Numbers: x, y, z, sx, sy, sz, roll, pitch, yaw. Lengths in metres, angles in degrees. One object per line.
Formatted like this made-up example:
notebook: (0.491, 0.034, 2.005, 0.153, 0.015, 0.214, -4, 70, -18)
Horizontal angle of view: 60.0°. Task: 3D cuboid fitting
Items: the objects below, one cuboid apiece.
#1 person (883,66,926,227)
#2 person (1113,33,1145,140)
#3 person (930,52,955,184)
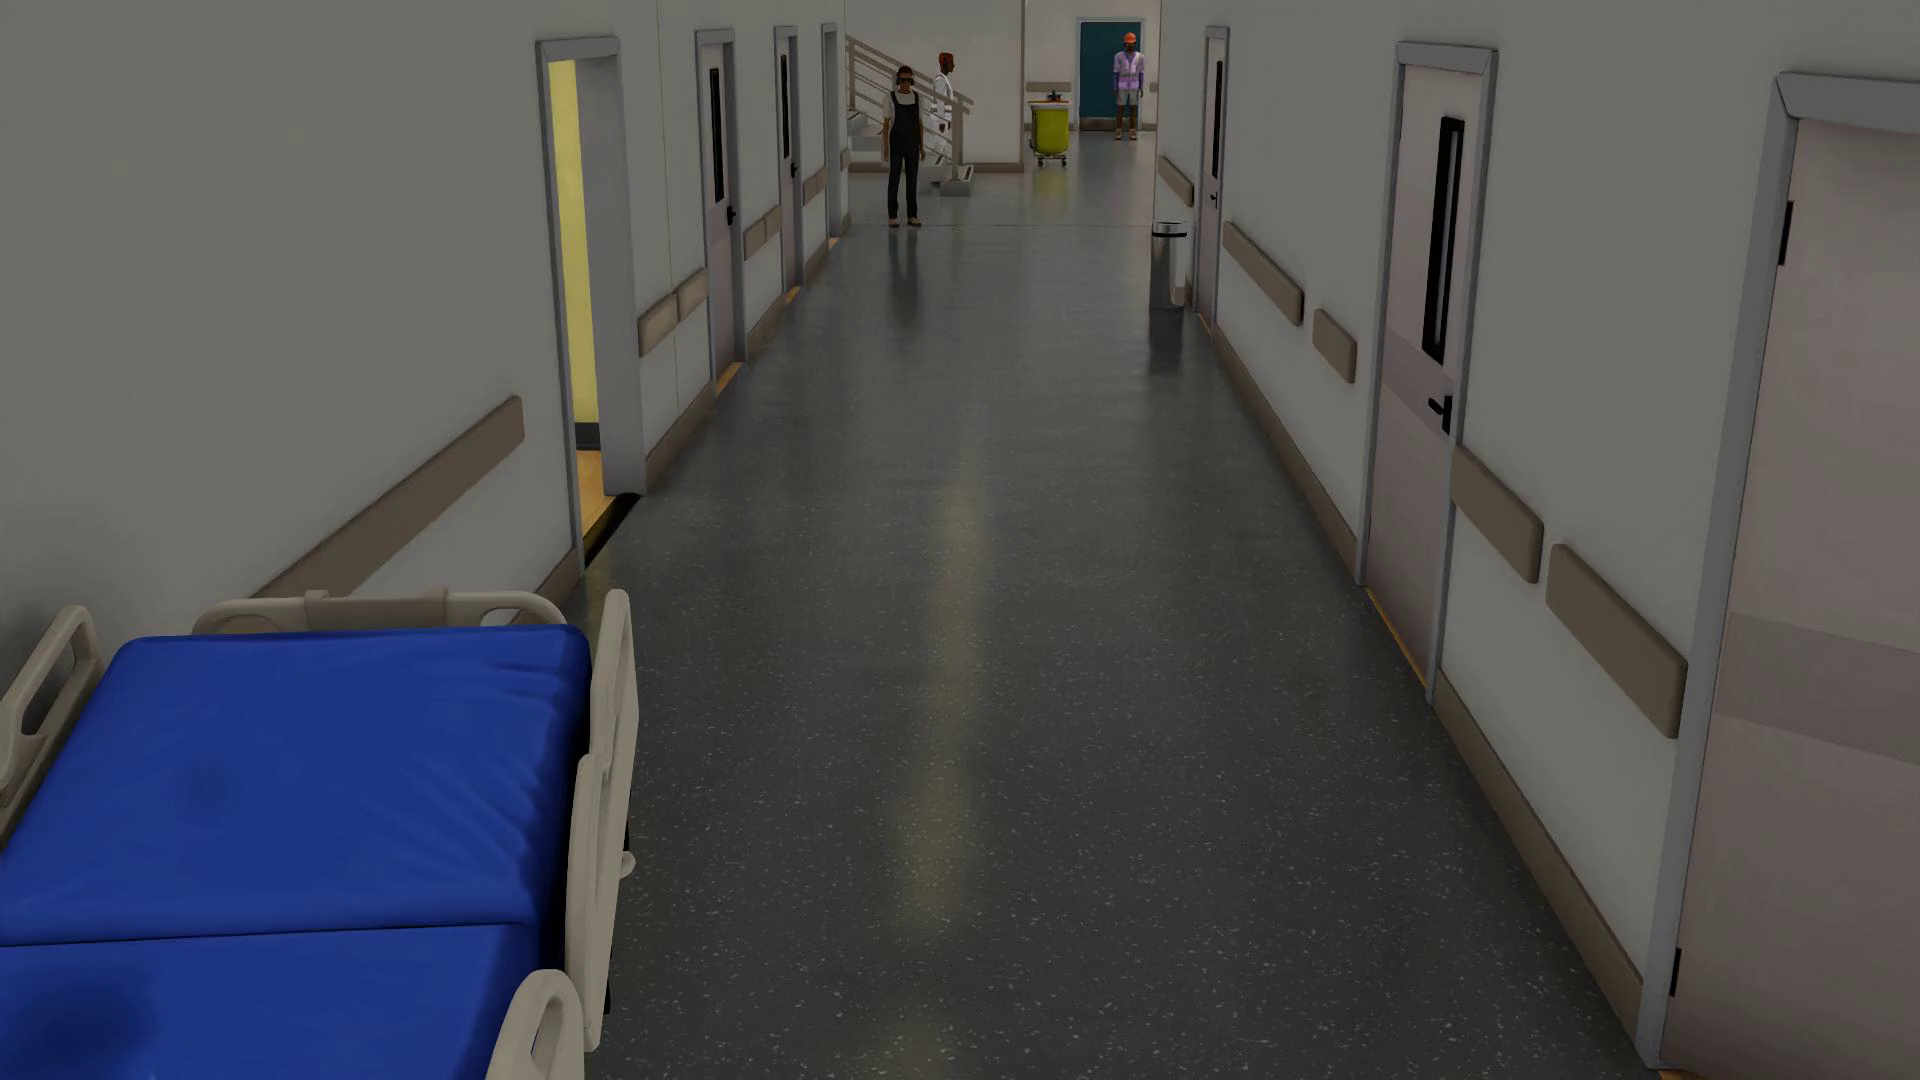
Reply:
person: (-0.652, -4.589, 19.434, 0.514, 1.842, 0.327, -7, 19, -21)
person: (3.299, -8.858, 32.524, 0.605, 2.045, 0.377, 0, 18, 0)
person: (-0.251, -6.157, 24.324, 0.363, 1.876, 0.576, 2, 18, 5)
